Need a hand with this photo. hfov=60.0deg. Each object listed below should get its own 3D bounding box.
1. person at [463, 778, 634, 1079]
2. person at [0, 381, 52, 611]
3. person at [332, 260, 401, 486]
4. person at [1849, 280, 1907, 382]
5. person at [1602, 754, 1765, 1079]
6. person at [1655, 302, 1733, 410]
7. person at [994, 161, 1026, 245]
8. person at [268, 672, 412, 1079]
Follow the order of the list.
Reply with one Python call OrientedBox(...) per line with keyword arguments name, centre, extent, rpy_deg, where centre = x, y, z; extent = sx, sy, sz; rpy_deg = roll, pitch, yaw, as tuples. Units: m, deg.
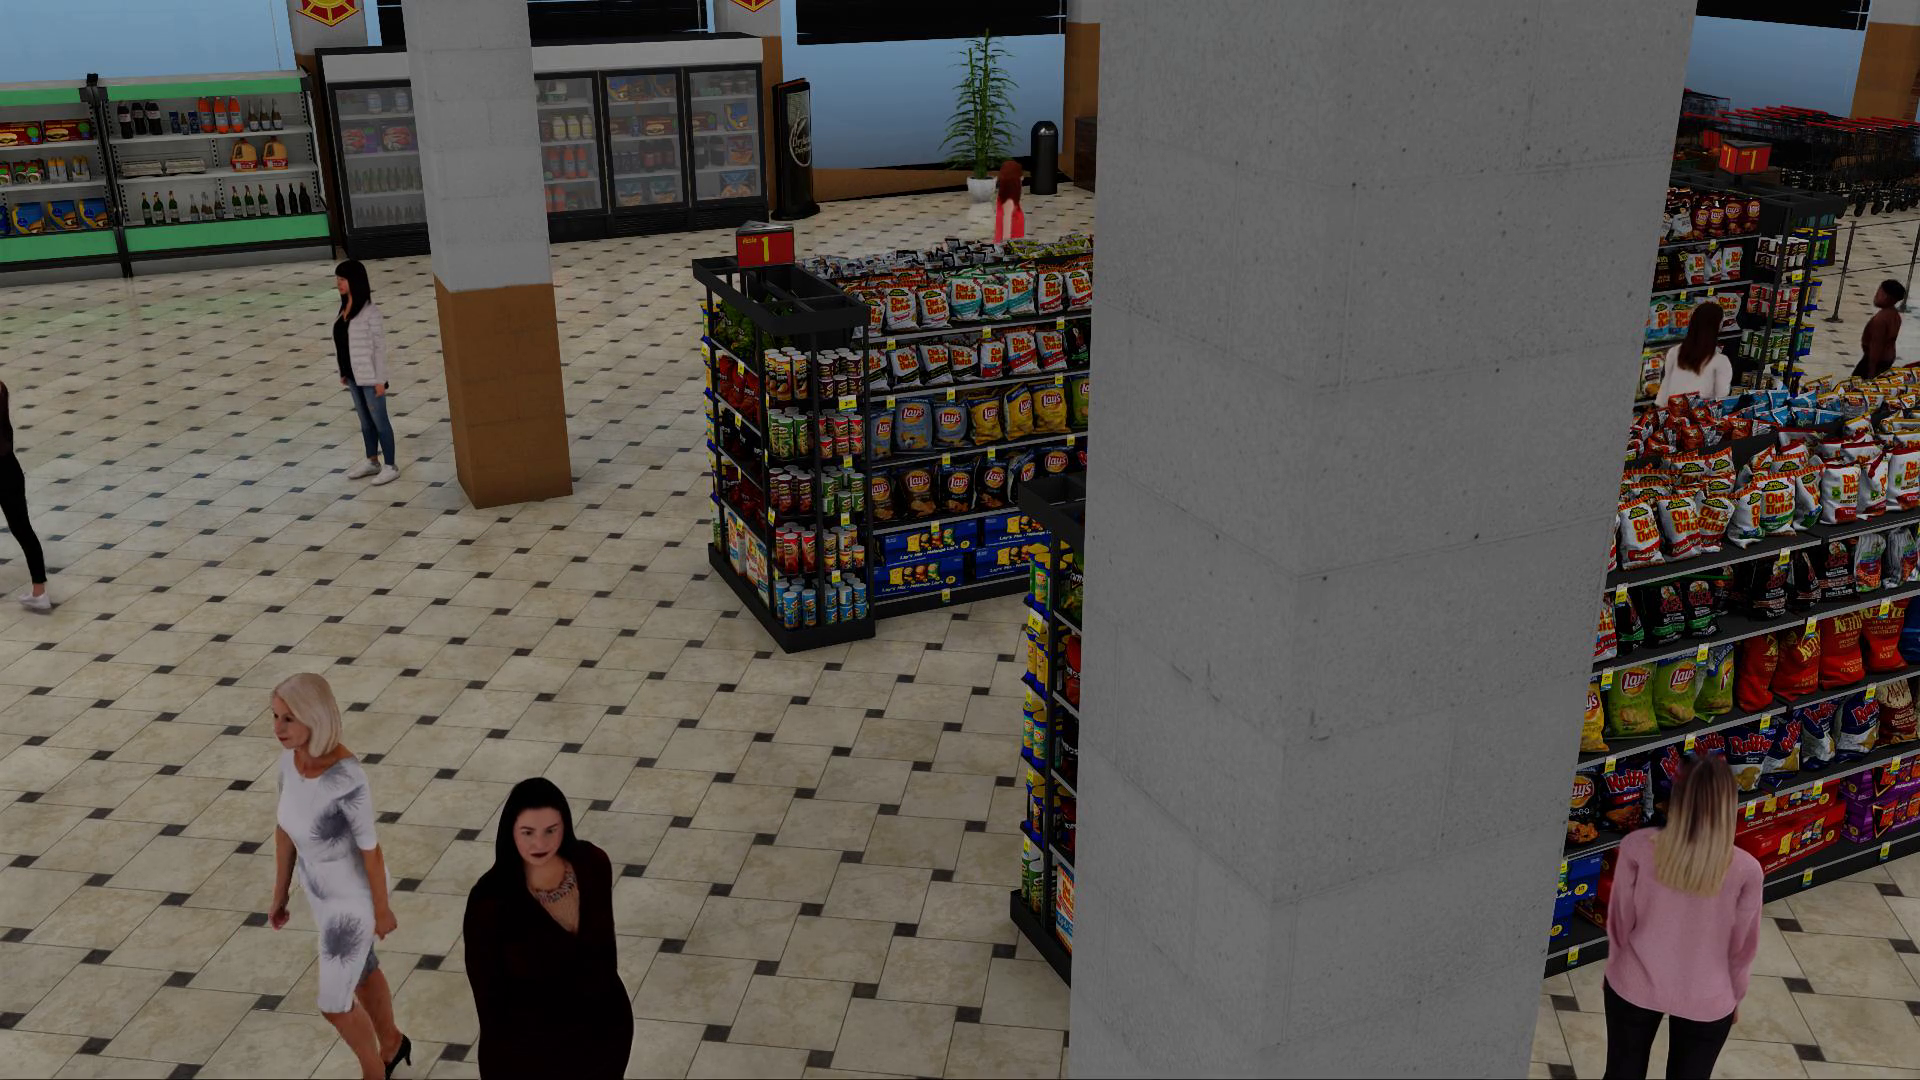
OrientedBox(name="person", centre=(-1.257, 1.504, 5.125), extent=(0.808, 1.757, 0.683), rpy_deg=(19, 29, 39))
OrientedBox(name="person", centre=(-5.686, -0.351, 9.868), extent=(1.081, 1.663, 1.048), rpy_deg=(9, 24, 22))
OrientedBox(name="person", centre=(-4.315, -1.223, 12.072), extent=(0.705, 1.638, 0.715), rpy_deg=(15, 26, 33))
OrientedBox(name="person", centre=(7.272, -1.407, 13.062), extent=(0.703, 1.239, 0.670), rpy_deg=(-15, 27, -34))
OrientedBox(name="person", centre=(2.285, 1.449, 5.355), extent=(0.685, 1.688, 0.721), rpy_deg=(11, 24, 26))
OrientedBox(name="person", centre=(4.622, -0.664, 10.651), extent=(1.121, 1.660, 0.765), rpy_deg=(-15, 27, -34))
OrientedBox(name="person", centre=(0.340, -2.484, 14.971), extent=(0.742, 1.816, 0.682), rpy_deg=(-4, 22, -9))
OrientedBox(name="person", centre=(-2.115, 1.214, 5.876), extent=(0.702, 1.735, 0.746), rpy_deg=(16, 27, 35))
